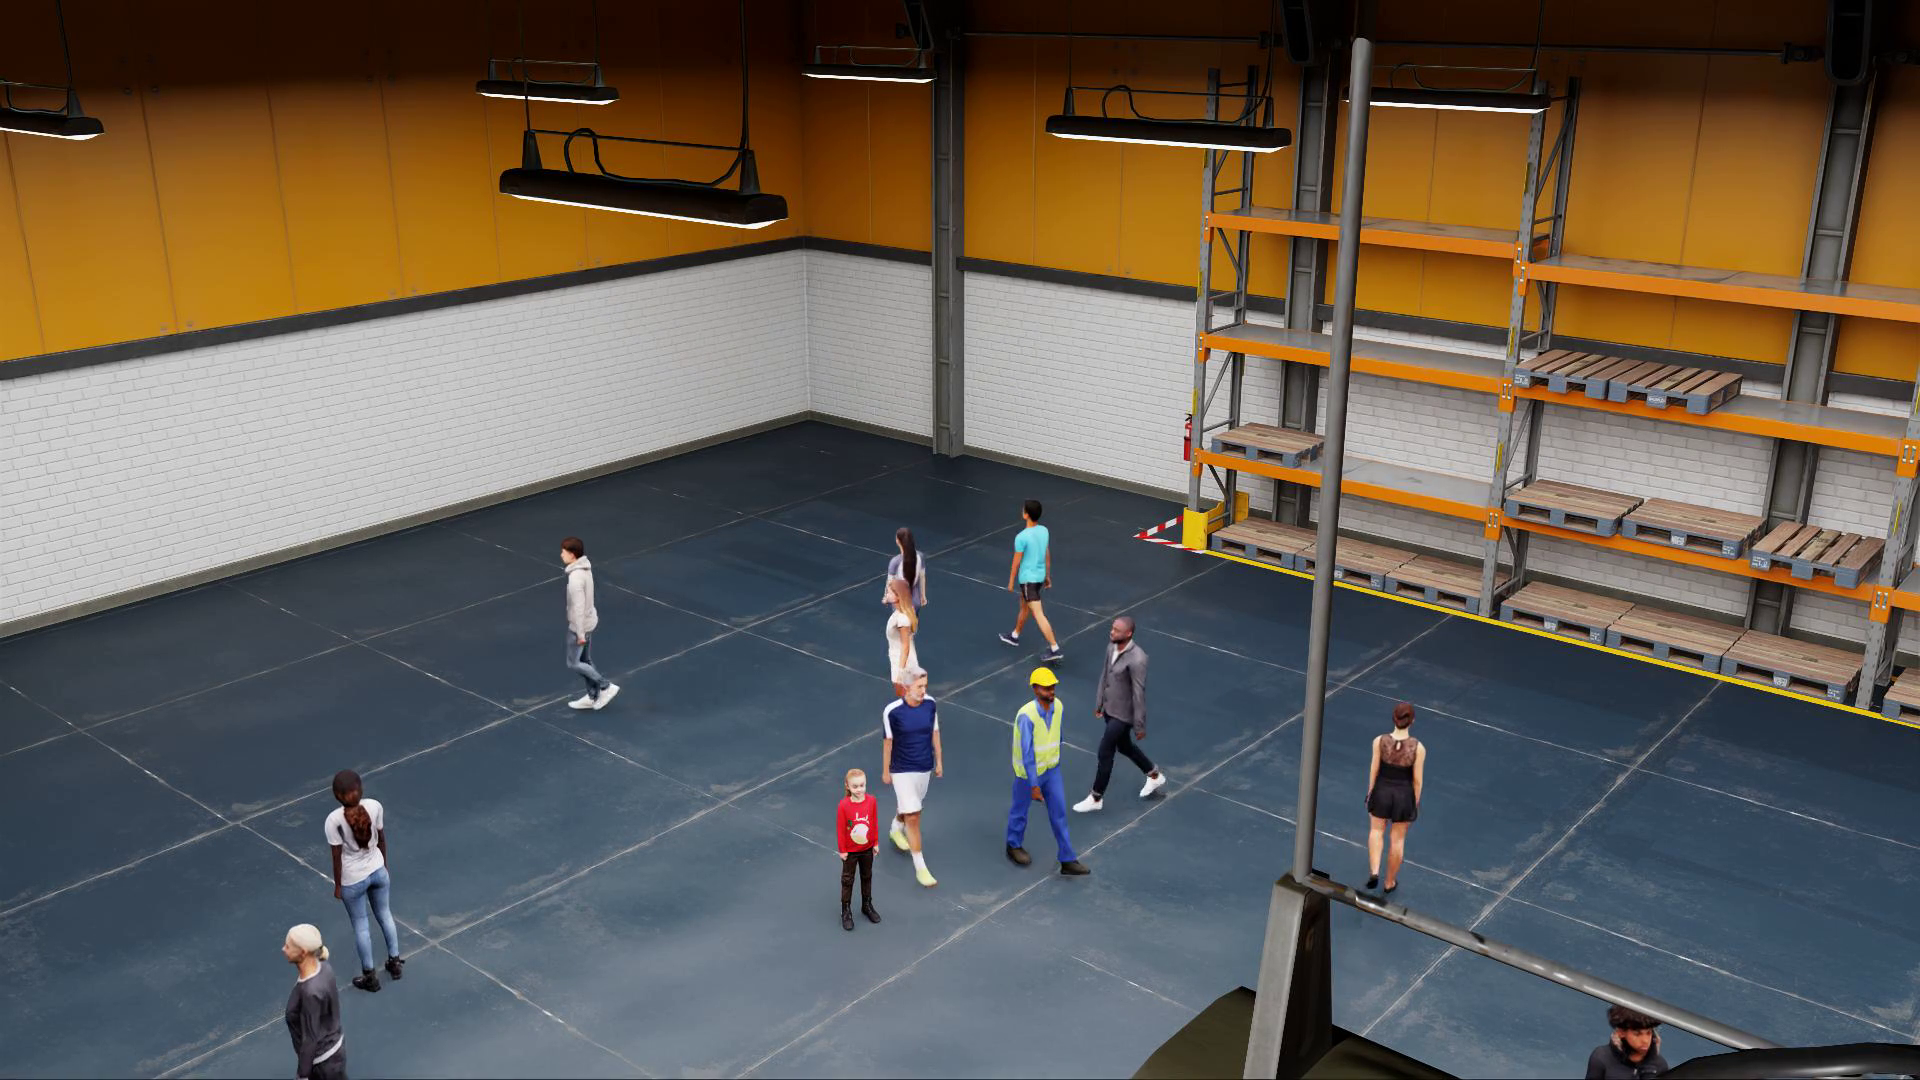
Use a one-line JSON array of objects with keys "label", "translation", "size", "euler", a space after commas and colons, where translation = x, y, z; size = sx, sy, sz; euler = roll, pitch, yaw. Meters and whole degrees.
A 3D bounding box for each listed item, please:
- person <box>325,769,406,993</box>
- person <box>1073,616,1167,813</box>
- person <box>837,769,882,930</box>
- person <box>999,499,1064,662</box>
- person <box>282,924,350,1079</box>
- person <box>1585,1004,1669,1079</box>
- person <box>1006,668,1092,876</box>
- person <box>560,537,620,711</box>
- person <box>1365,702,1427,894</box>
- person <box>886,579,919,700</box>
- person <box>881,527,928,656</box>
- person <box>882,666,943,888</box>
[{"label": "person", "translation": [-4.298, 2.435, 11.986], "size": [0.517, 1.721, 0.579], "euler": [16, 24, 39]}, {"label": "person", "translation": [1.494, 1.516, 14.618], "size": [1.163, 1.783, 1.226], "euler": [-6, 20, -18]}, {"label": "person", "translation": [-0.791, 2.367, 12.876], "size": [0.568, 1.281, 0.593], "euler": [-10, 21, -26]}, {"label": "person", "translation": [0.841, 0.475, 17.794], "size": [1.200, 1.728, 0.671], "euler": [17, 25, 41]}, {"label": "person", "translation": [-3.781, 3.099, 10.073], "size": [1.062, 1.683, 1.095], "euler": [-6, 19, -16]}, {"label": "person", "translation": [3.656, 3.324, 9.254], "size": [0.733, 1.780, 0.800], "euler": [-1, 19, -2]}, {"label": "person", "translation": [0.581, 1.864, 13.592], "size": [0.845, 1.778, 1.175], "euler": [-13, 22, -33]}, {"label": "person", "translation": [-3.661, 0.847, 16.516], "size": [0.941, 1.839, 0.881], "euler": [-2, 19, -5]}, {"label": "person", "translation": [3.405, 2.076, 13.138], "size": [0.747, 1.665, 0.769], "euler": [7, 20, 20]}, {"label": "person", "translation": [-0.542, 1.171, 15.777], "size": [0.714, 1.696, 0.666], "euler": [0, 19, 0]}, {"label": "person", "translation": [-0.500, 0.691, 17.302], "size": [0.613, 1.633, 0.649], "euler": [-18, 25, -42]}, {"label": "person", "translation": [-0.438, 1.849, 13.628], "size": [0.903, 1.783, 1.272], "euler": [-11, 21, -29]}]
